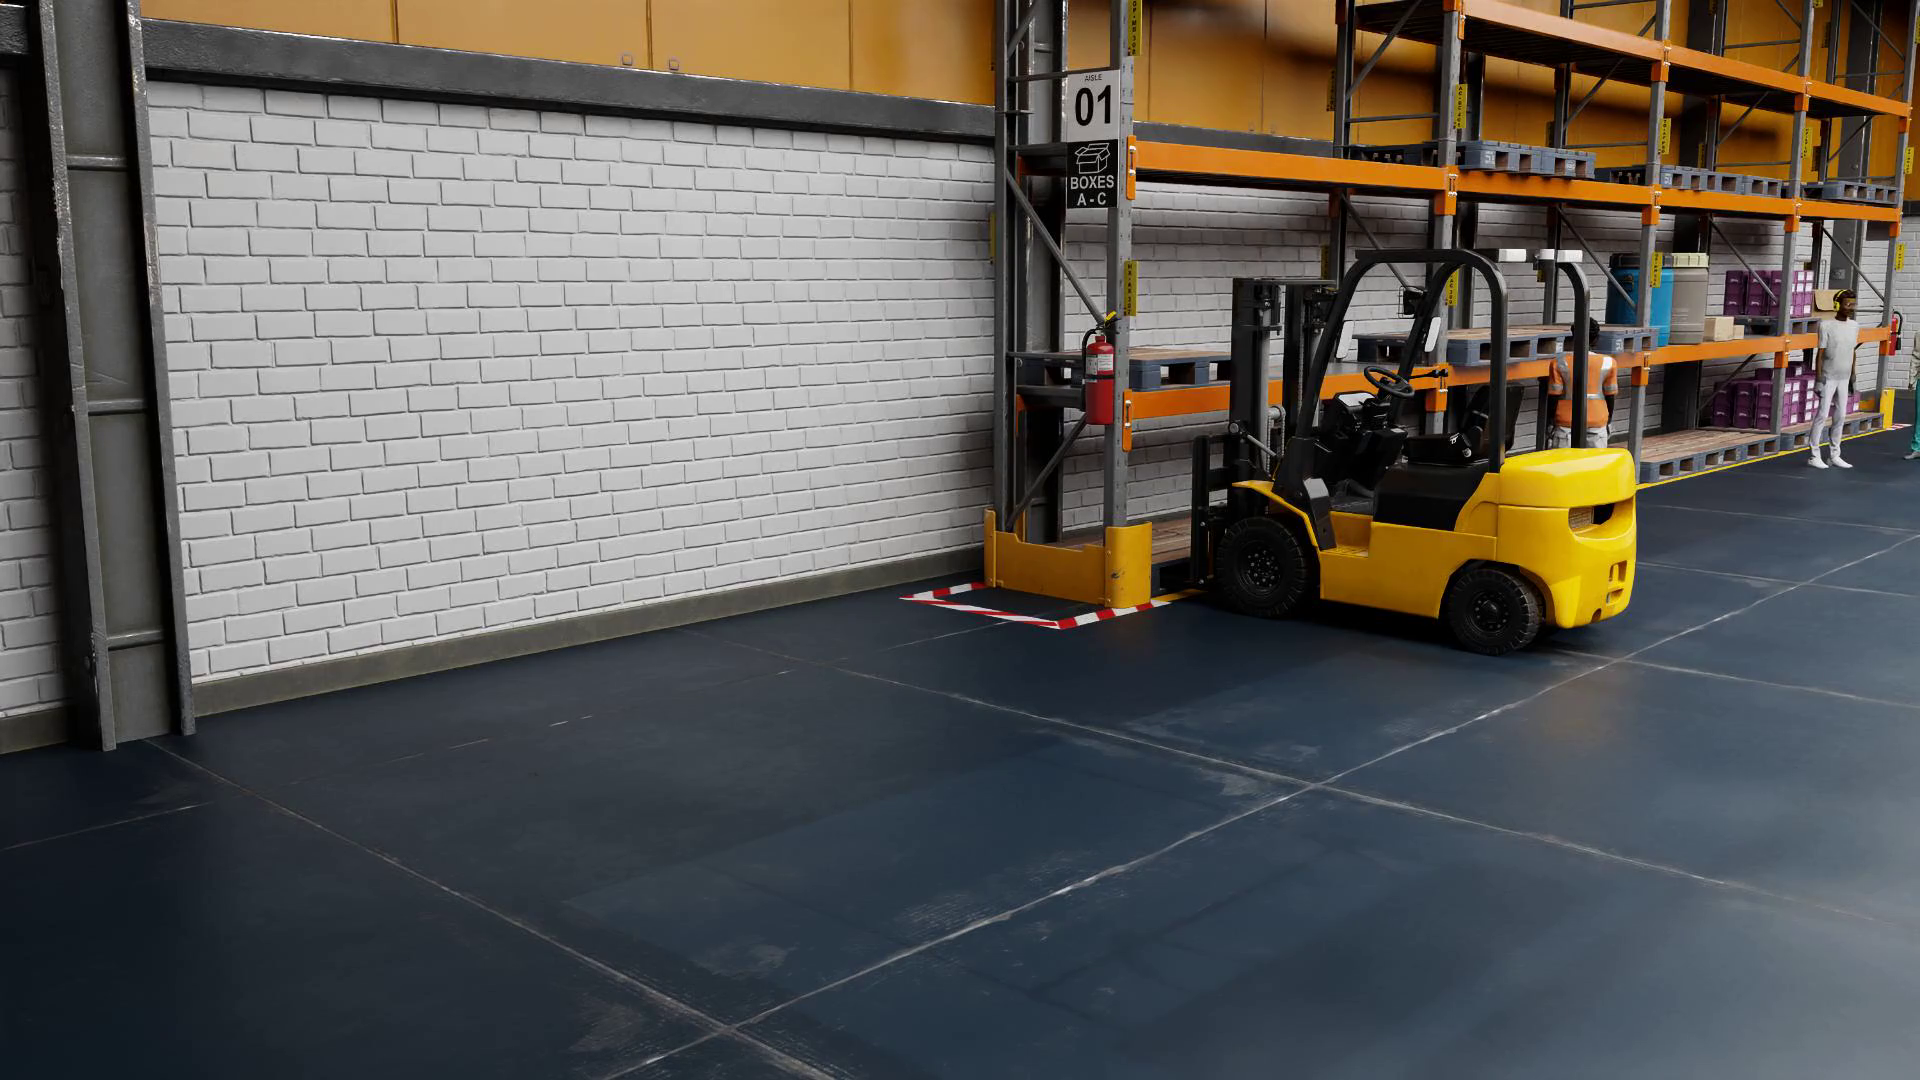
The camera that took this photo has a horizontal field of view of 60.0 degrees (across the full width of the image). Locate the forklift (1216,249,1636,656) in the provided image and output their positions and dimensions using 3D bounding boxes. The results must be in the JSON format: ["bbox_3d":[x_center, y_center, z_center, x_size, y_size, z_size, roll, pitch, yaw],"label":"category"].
[{"bbox_3d":[2.710,-0.584,9.626,2.313,2.155,1.214,9,13,43],"label":"forklift"}]

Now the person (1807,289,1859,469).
[{"bbox_3d":[9.107,-1.665,17.284,0.514,1.862,0.325,-3,10,-16],"label":"person"}]

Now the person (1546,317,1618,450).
[{"bbox_3d":[4.918,-0.917,13.187,0.535,1.697,0.318,2,9,9],"label":"person"}]

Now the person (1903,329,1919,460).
[{"bbox_3d":[10.492,-1.719,17.899,0.325,1.765,0.534,-8,12,-41],"label":"person"}]
